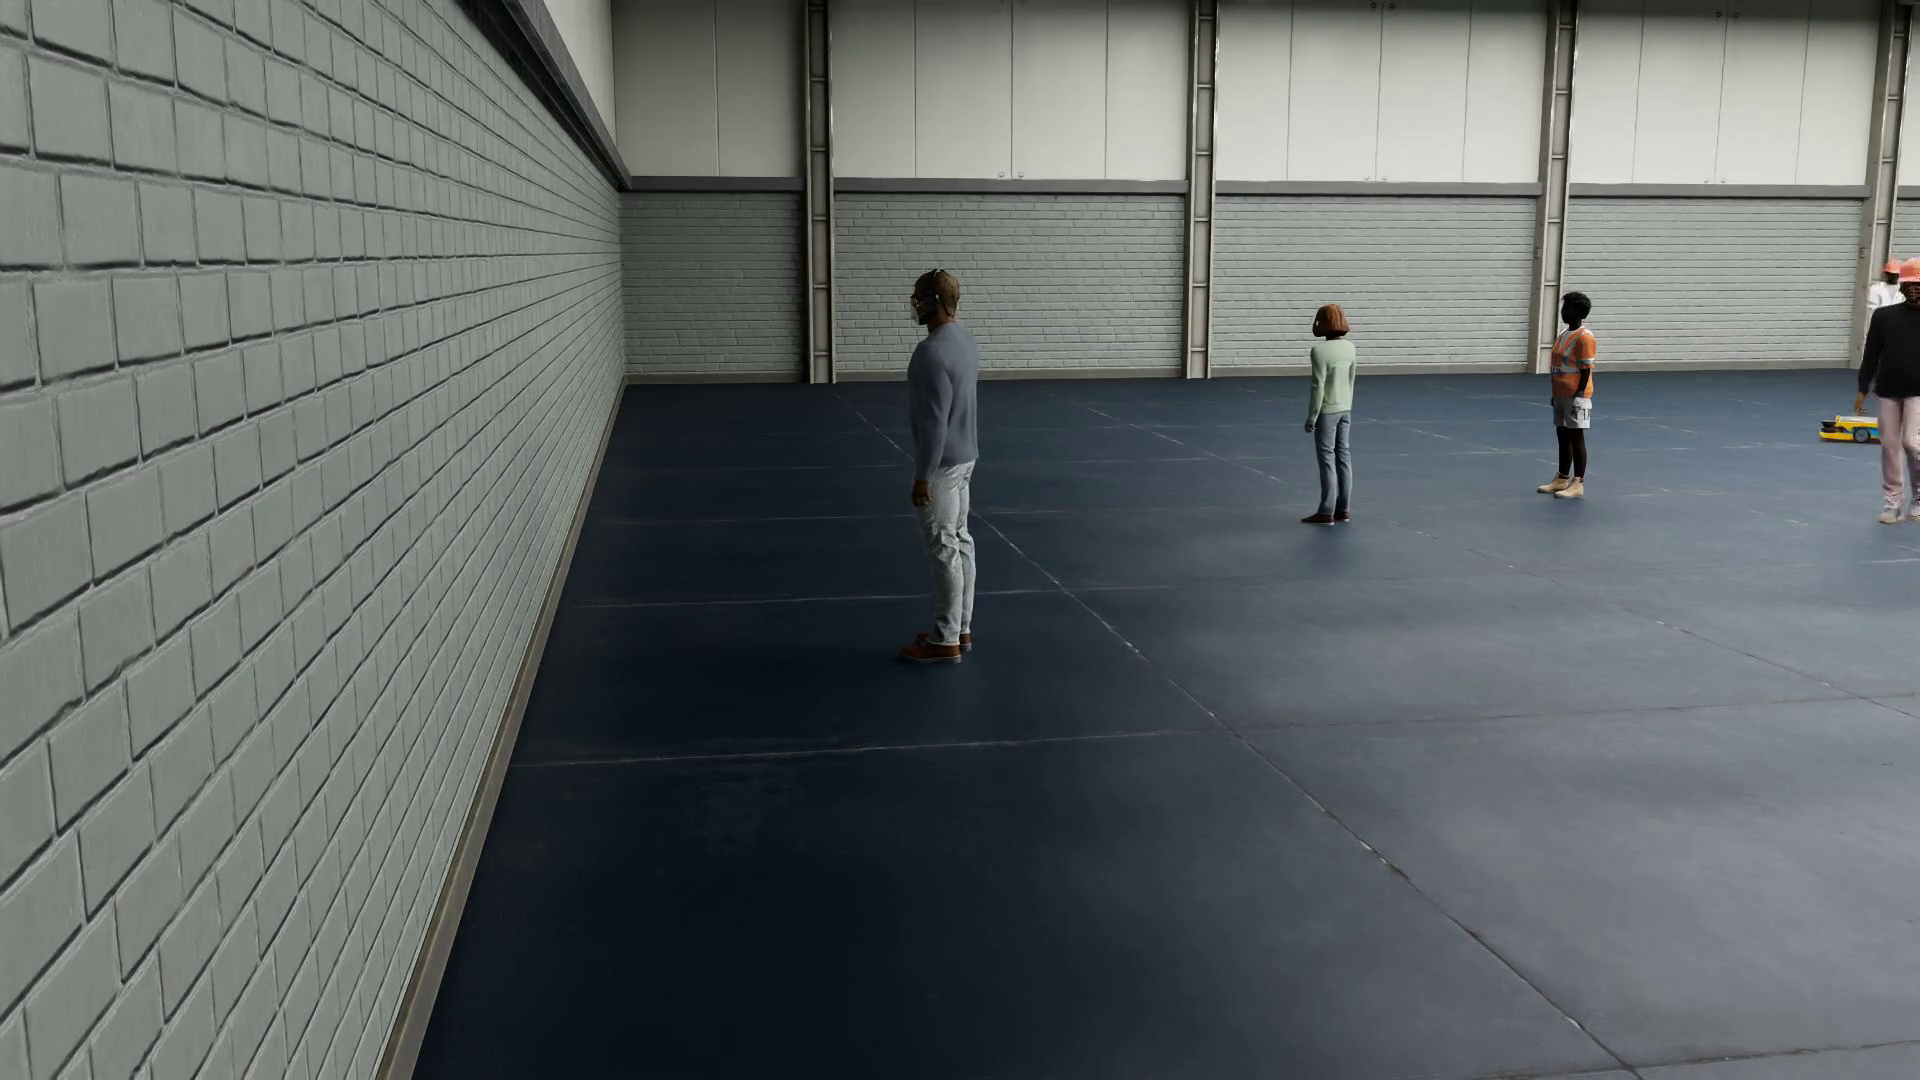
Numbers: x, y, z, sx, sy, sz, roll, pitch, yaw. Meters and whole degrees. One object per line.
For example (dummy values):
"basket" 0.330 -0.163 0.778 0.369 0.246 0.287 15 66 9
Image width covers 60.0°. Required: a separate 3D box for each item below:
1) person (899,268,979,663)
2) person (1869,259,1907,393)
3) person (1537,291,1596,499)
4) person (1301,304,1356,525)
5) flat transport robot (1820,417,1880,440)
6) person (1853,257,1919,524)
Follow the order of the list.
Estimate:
"person" -0.099 -0.361 8.217 0.364 1.939 0.636 3 10 15
"person" 13.208 -3.029 23.657 0.548 1.916 0.588 3 10 17
"person" 5.018 -1.191 13.686 0.318 1.699 0.535 -1 10 -5
"person" 2.743 -0.927 12.347 0.501 1.633 0.283 -9 13 -42
"flat transport robot" 9.952 -1.173 17.684 1.431 0.197 0.652 5 11 27
"person" 6.989 -1.094 12.319 0.436 1.978 0.621 -8 13 -40
